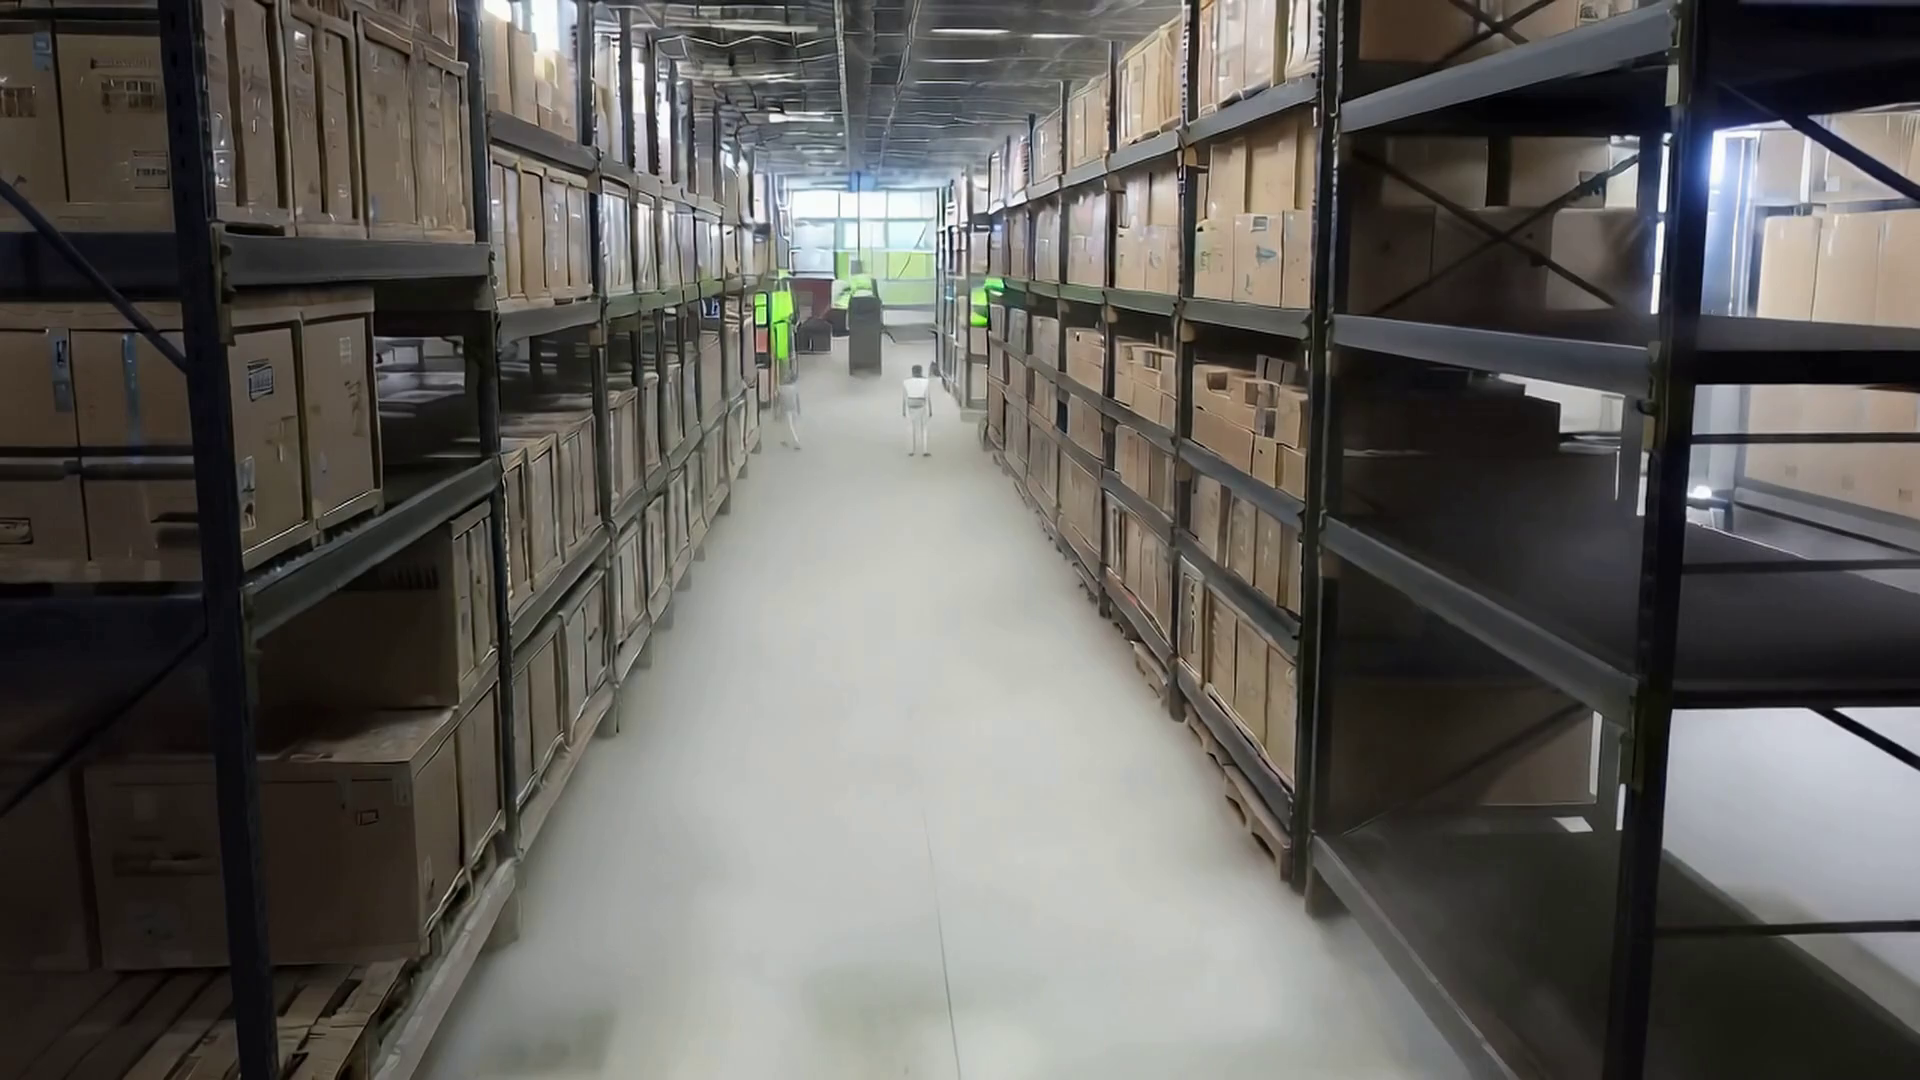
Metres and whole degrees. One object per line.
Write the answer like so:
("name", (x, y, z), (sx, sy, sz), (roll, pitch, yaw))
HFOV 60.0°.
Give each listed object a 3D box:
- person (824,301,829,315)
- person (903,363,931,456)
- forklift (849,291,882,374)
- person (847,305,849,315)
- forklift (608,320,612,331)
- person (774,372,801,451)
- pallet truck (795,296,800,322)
("person", (-7.747, -12.989, 95.841), (0.784, 1.610, 0.509), (-1, 10, -8))
("person", (-0.844, -2.568, 32.915), (0.563, 1.838, 0.390), (3, 10, 19))
("forklift", (-3.263, -7.134, 57.080), (1.129, 2.768, 1.873), (-1, 10, -3))
("person", (-5.816, -12.110, 89.929), (0.601, 1.849, 0.708), (6, 11, 31))
("forklift", (-13.457, -8.353, 64.366), (1.873, 2.768, 1.129), (-1, 10, -3))
("person", (-3.537, -2.630, 33.997), (0.826, 1.590, 0.503), (8, 12, 38))
("pallet truck", (-8.622, -12.439, 91.403), (1.885, 1.965, 0.823), (2, 10, 13))
